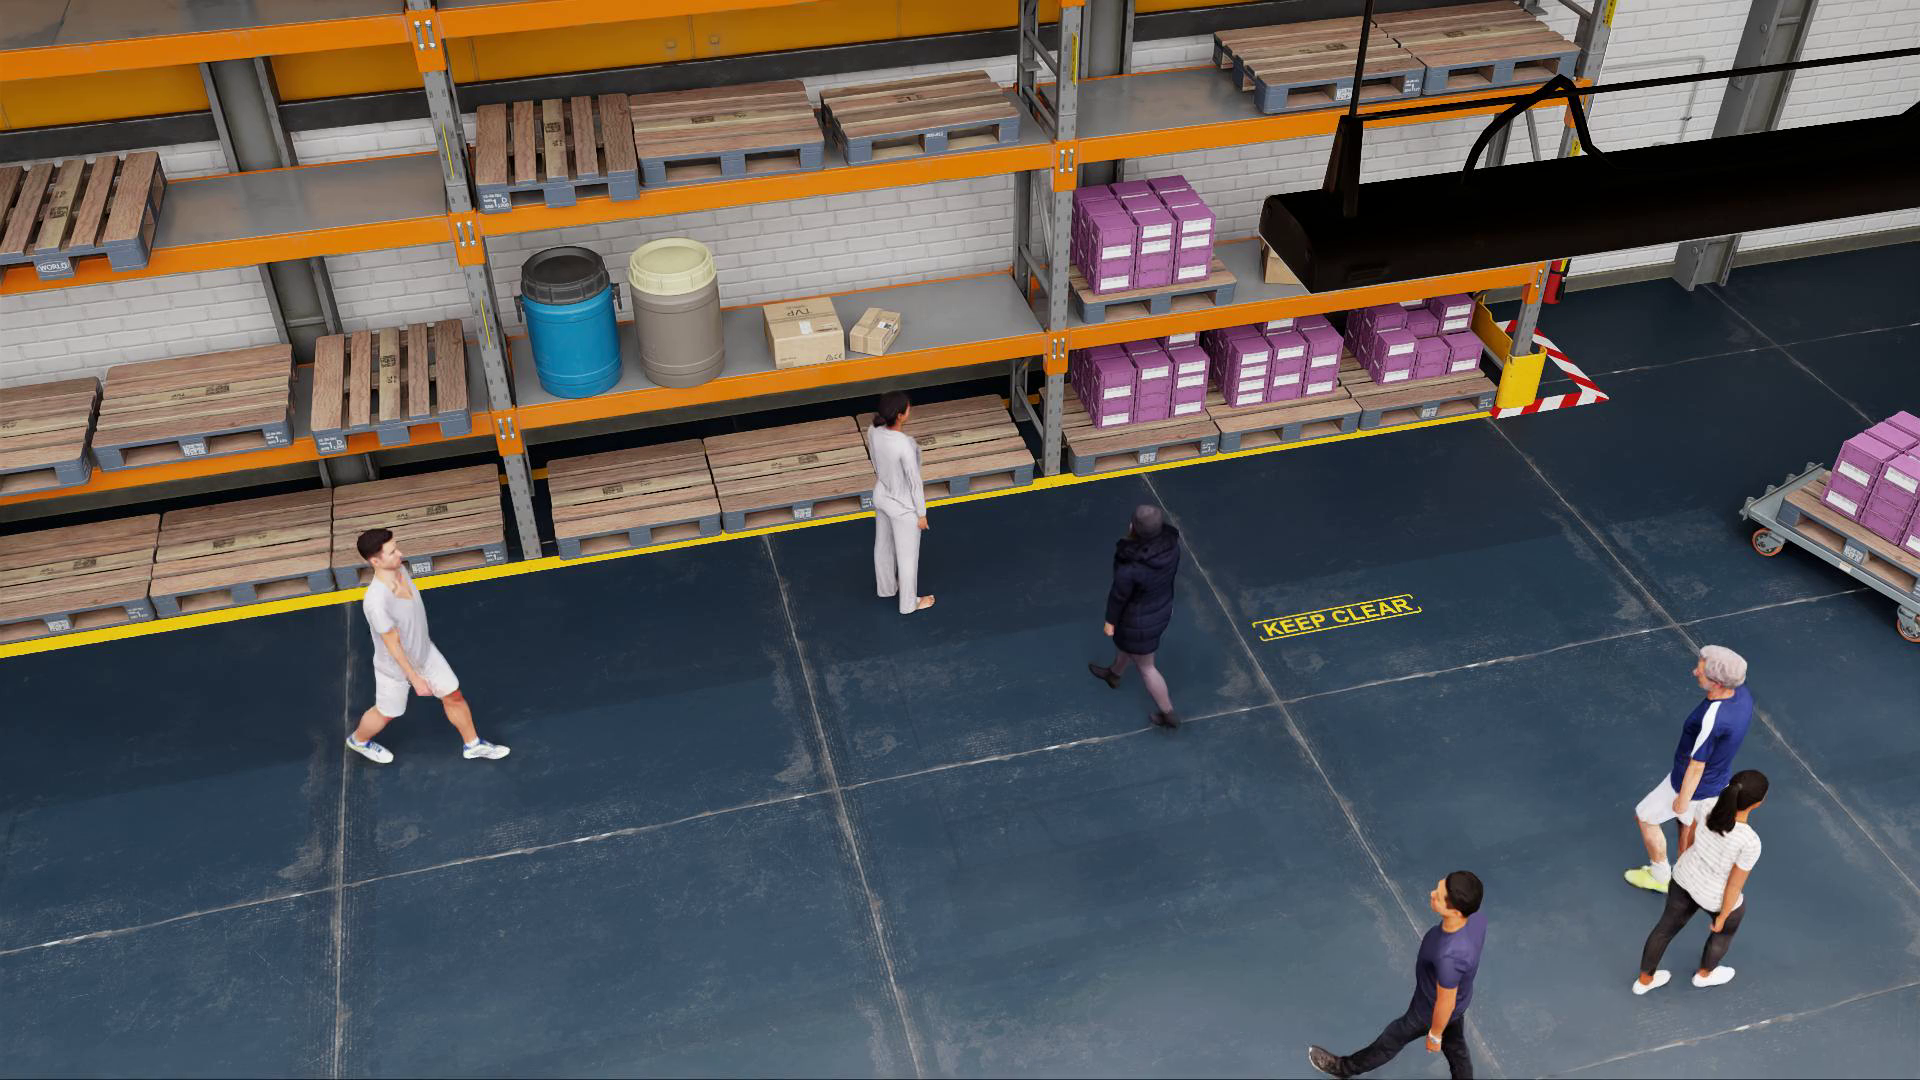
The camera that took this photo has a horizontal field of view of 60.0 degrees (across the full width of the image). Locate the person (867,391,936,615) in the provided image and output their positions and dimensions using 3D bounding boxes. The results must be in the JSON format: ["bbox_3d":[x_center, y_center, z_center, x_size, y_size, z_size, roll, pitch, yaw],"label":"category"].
[{"bbox_3d":[-0.429,-0.264,11.342,0.699,1.740,0.707,-28,46,-31],"label":"person"}]

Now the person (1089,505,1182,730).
[{"bbox_3d":[1.193,0.506,10.456,1.111,1.642,1.048,-31,48,-33],"label":"person"}]

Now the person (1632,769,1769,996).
[{"bbox_3d":[3.858,1.866,8.770,0.836,1.621,0.660,-16,41,-19],"label":"person"}]

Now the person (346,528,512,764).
[{"bbox_3d":[-3.461,0.716,10.059,1.342,1.810,1.008,5,39,6],"label":"person"}]

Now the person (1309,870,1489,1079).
[{"bbox_3d":[2.431,2.285,8.141,1.169,1.752,1.088,18,42,21],"label":"person"}]

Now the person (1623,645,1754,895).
[{"bbox_3d":[4.169,1.369,9.245,0.852,1.805,0.752,31,48,33],"label":"person"}]
